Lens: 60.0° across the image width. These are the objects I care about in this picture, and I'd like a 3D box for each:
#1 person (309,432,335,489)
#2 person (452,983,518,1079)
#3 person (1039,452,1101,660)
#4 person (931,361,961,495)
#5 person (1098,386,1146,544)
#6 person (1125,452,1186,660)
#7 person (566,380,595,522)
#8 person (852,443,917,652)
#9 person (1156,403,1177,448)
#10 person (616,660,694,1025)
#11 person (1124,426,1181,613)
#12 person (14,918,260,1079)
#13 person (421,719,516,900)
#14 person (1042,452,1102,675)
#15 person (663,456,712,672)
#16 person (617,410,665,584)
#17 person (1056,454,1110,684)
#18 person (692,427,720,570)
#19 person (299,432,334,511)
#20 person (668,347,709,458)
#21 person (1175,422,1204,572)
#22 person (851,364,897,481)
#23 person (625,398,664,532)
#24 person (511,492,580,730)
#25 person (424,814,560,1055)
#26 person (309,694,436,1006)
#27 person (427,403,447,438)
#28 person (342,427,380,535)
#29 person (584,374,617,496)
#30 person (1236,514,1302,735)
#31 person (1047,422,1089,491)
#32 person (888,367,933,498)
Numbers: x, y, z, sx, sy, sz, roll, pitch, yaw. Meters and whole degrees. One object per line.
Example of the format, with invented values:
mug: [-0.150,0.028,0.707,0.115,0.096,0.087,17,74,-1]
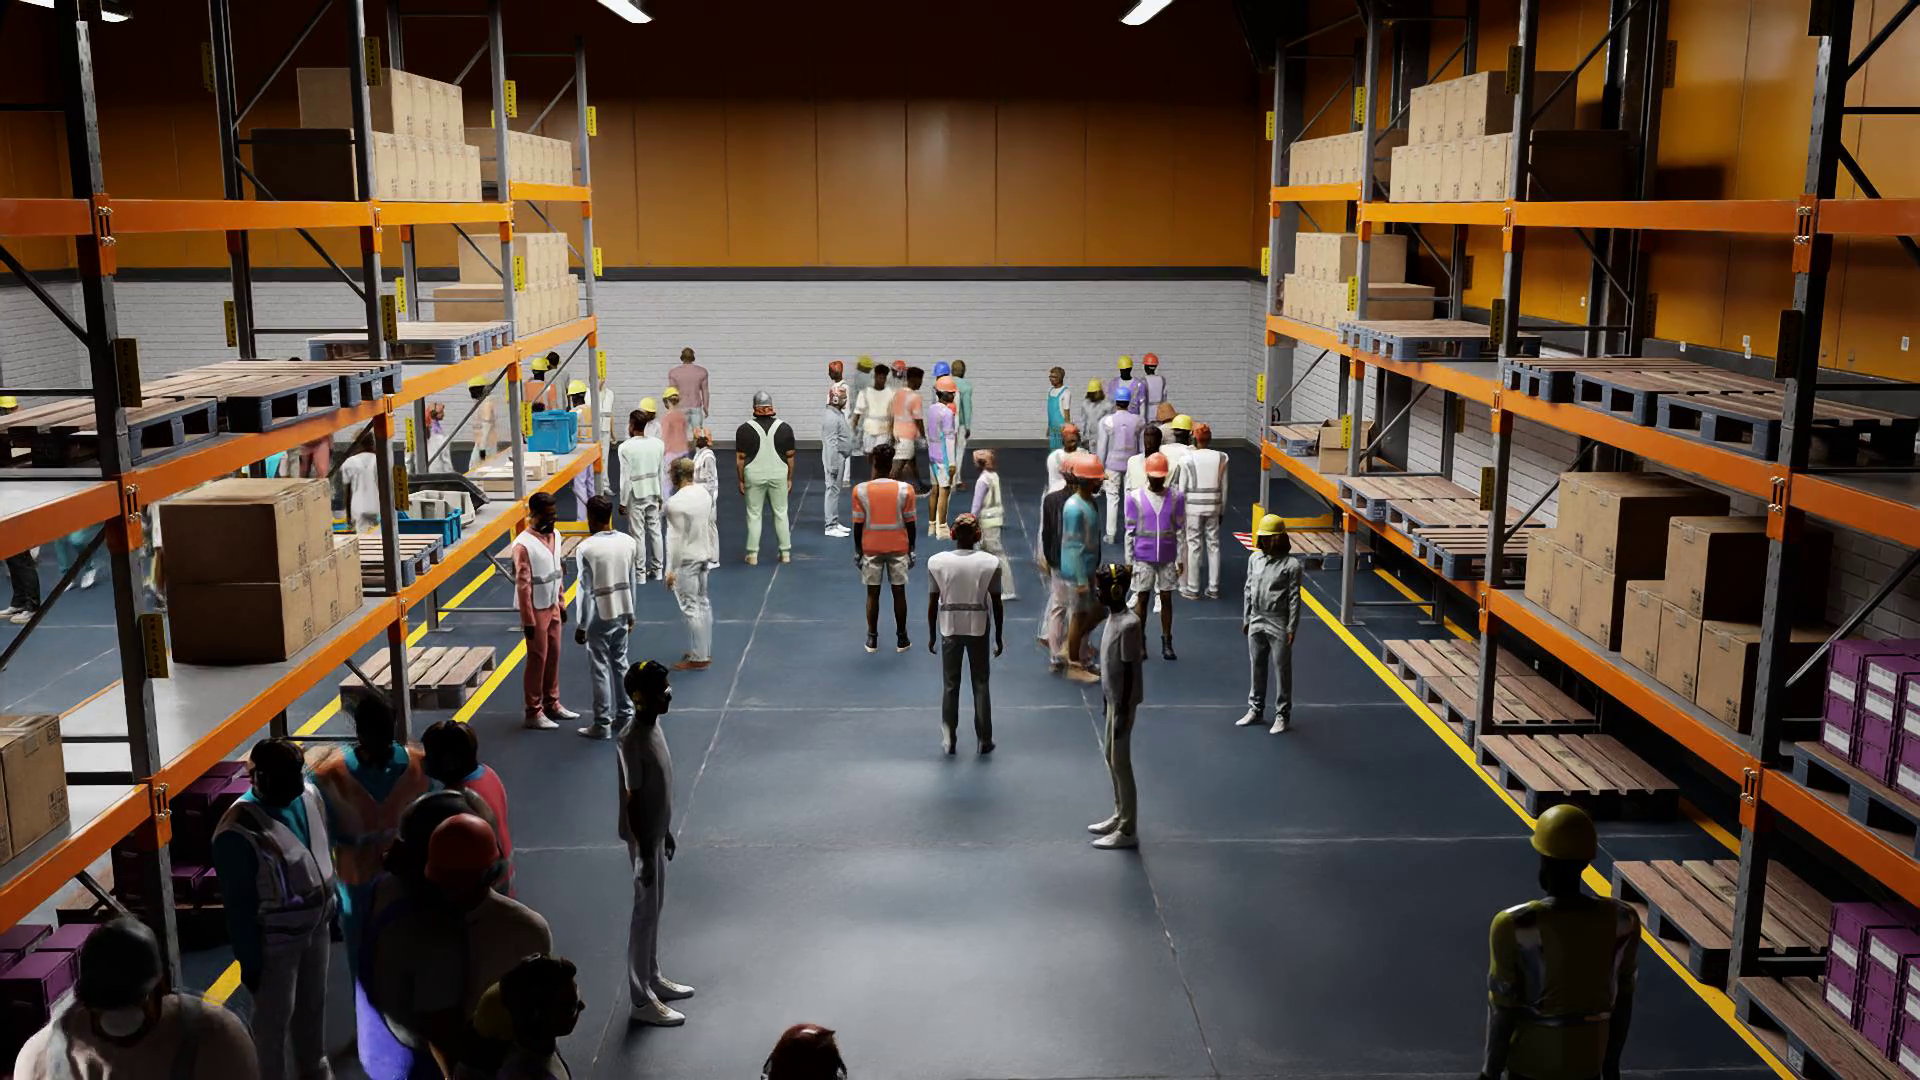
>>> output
person: [-9.173,-1.542,23.770,0.638,1.900,0.449,9,14,38]
person: [-1.466,2.219,5.295,0.417,1.724,0.561,-8,14,-34]
person: [1.104,0.145,15.262,0.932,1.895,0.641,8,14,36]
person: [-0.225,-1.610,23.968,0.420,1.939,0.607,-8,14,-35]
person: [1.990,-0.917,20.461,0.617,1.946,0.393,-1,11,-7]
person: [1.785,0.149,15.182,0.549,1.927,0.393,-1,11,-3]
person: [-4.885,-1.103,21.500,0.397,1.912,0.592,4,12,20]
person: [-0.696,0.075,15.444,0.603,1.966,0.367,0,11,-1]
person: [2.670,-0.958,21.493,0.503,1.629,0.285,-11,15,-43]
person: [-1.559,1.518,8.450,0.328,1.872,0.510,0,11,1]
person: [1.959,-0.220,17.041,0.591,1.921,0.393,6,13,26]
person: [-2.583,2.057,5.316,0.690,2.000,1.011,-4,12,-20]
person: [-2.254,1.706,7.606,0.430,1.836,0.636,-1,11,-5]
person: [1.003,0.212,14.680,0.609,1.996,0.379,10,15,41]
person: [-2.393,0.219,14.871,0.460,1.925,0.668,4,12,19]
person: [-3.499,-0.477,18.324,0.390,1.922,0.591,10,15,40]
person: [1.083,0.262,14.348,0.421,2.025,0.617,4,12,19]
person: [-2.919,-0.477,19.034,0.307,1.639,0.525,-5,12,-22]
person: [-8.850,-1.285,22.628,0.651,1.849,1.044,-6,13,-28]
person: [-4.283,-2.079,26.313,0.636,1.938,0.358,-4,12,-17]
person: [2.579,-0.482,18.809,0.578,1.737,0.353,-7,13,-32]
person: [-1.214,-1.586,23.909,0.730,1.916,0.808,0,11,1]
person: [-4.011,-0.952,21.194,0.499,1.728,0.343,-8,14,-35]
person: [-3.324,0.555,13.198,0.410,1.908,0.598,3,12,15]
person: [-1.757,1.936,6.076,0.619,1.986,0.410,3,12,17]
person: [-2.706,1.646,7.807,0.597,1.872,0.972,-6,13,-28]
person: [-6.777,-0.966,21.518,0.313,1.629,0.525,-4,12,-17]
person: [-6.288,-0.307,17.746,0.514,1.812,0.865,-4,12,-18]
person: [-5.180,-1.525,23.766,0.388,1.848,0.564,11,15,43]
person: [2.433,0.657,13.086,0.493,1.743,0.299,11,15,42]
person: [1.168,-0.348,17.826,0.586,1.870,0.421,-8,14,-35]
person: [-0.686,-1.482,23.410,1.003,1.903,0.622,-7,13,-30]
